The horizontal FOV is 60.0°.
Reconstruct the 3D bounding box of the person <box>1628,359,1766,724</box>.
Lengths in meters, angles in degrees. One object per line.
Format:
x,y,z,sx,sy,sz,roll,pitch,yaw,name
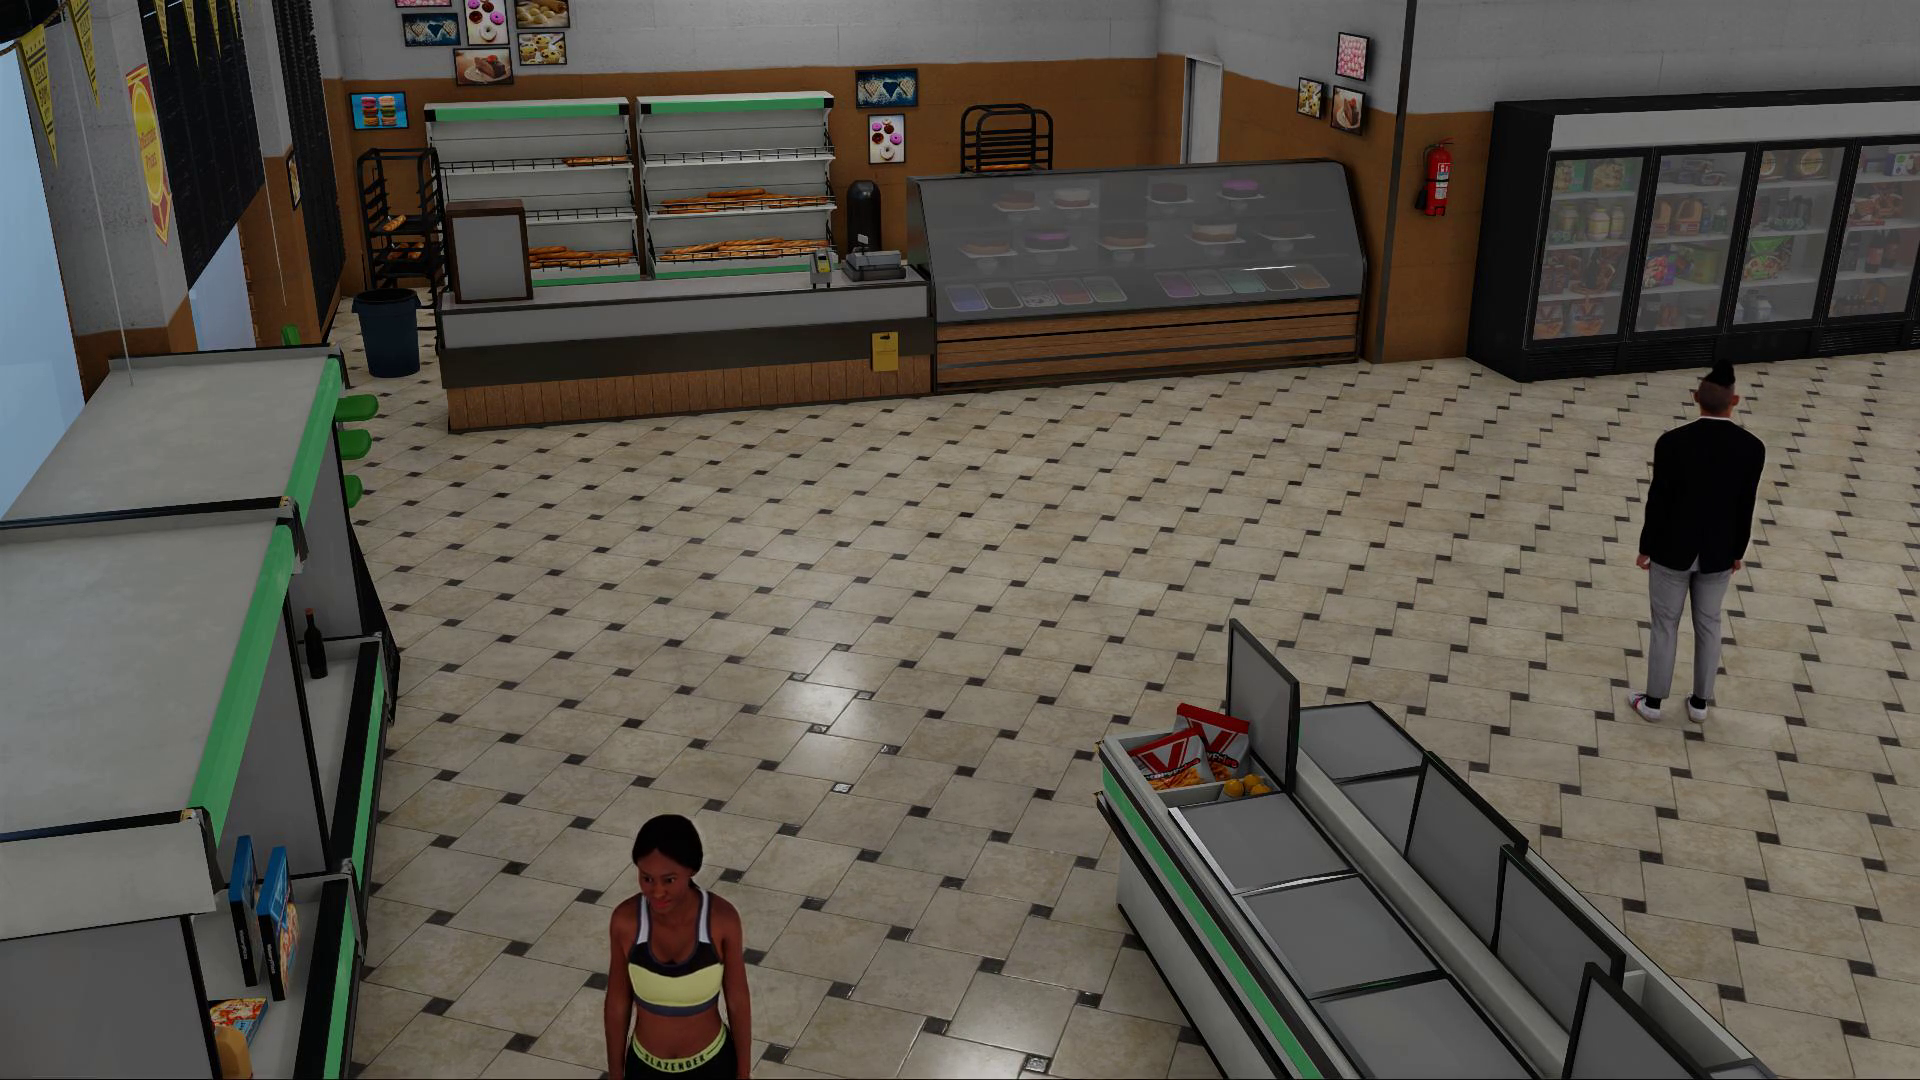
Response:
3.764,0.016,8.504,0.780,1.955,0.742,2,22,6,person

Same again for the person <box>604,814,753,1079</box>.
-0.816,1.567,4.914,0.620,1.754,0.602,0,22,-1,person
